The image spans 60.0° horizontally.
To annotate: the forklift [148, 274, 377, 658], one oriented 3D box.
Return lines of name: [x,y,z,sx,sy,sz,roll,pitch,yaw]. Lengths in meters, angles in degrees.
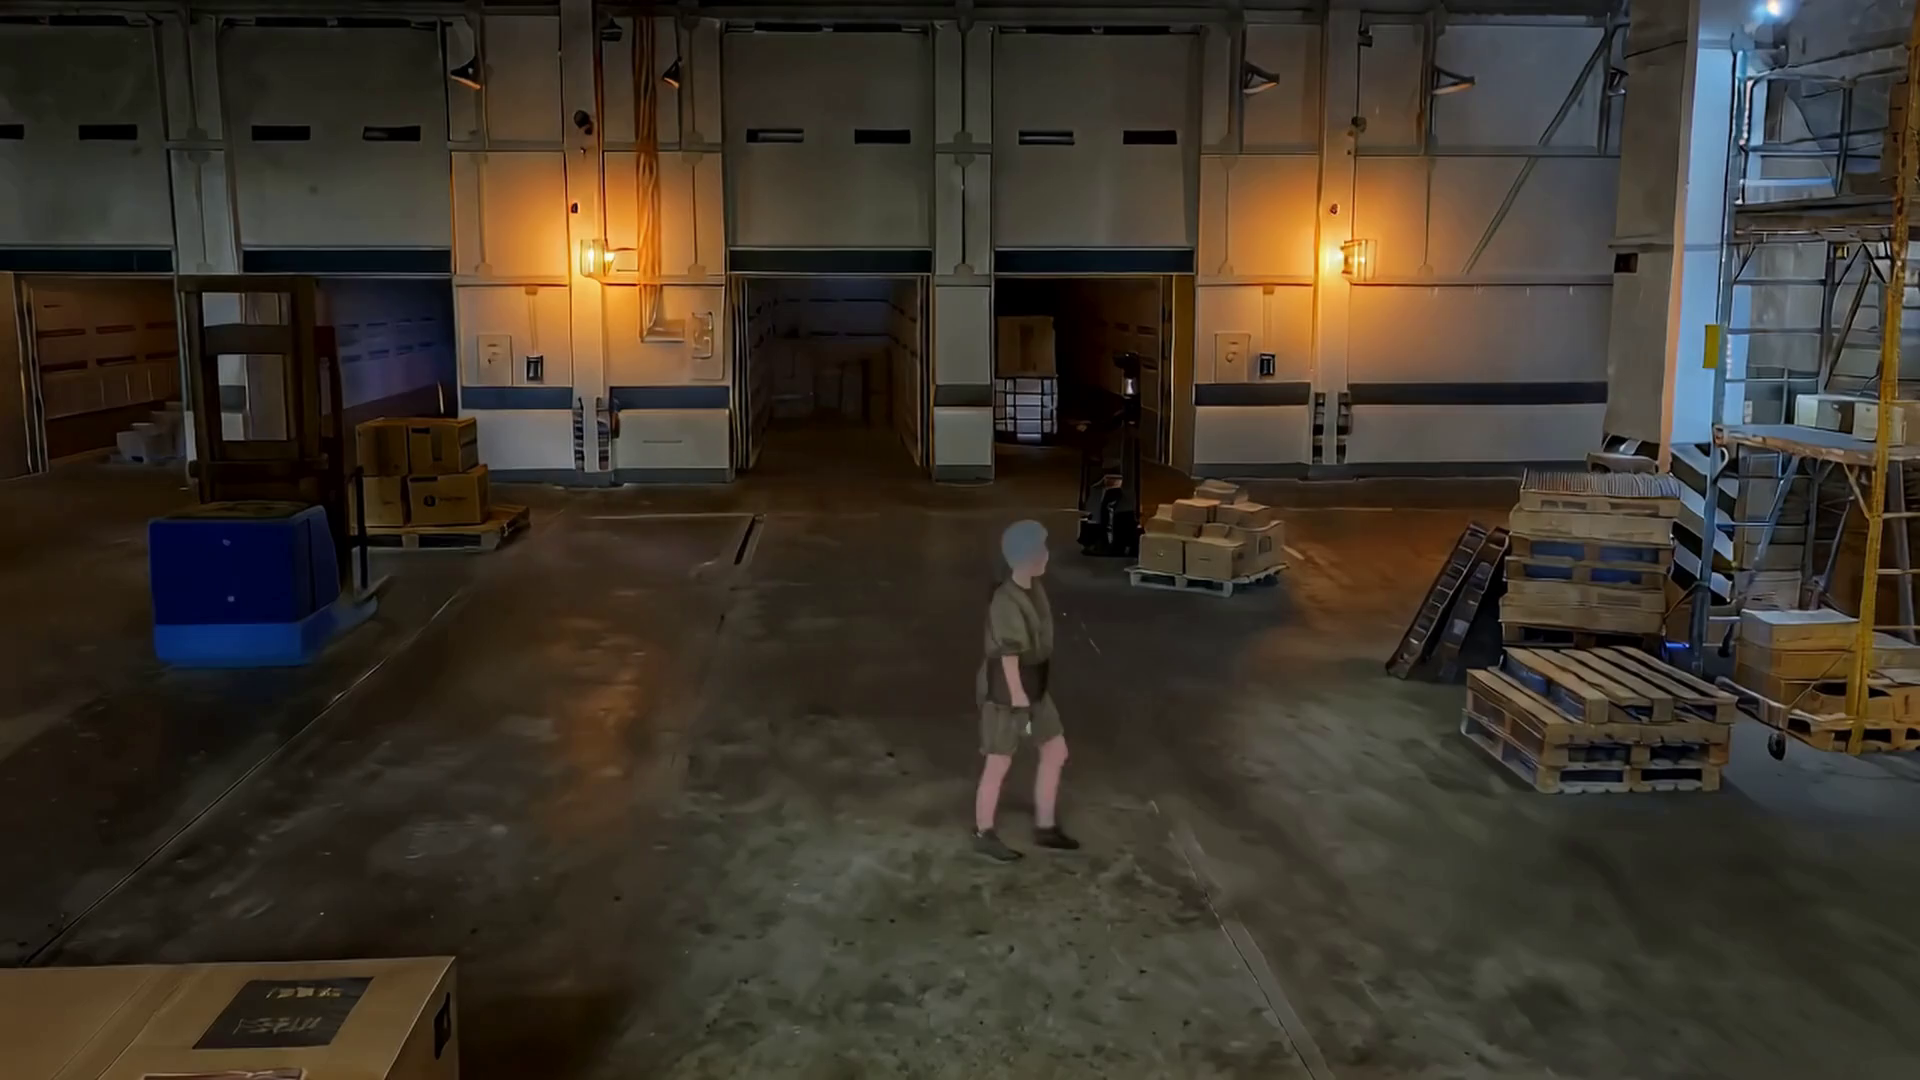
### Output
forklift: [-5.348,-0.627,12.681,1.129,2.768,1.873,-1,9,-4]

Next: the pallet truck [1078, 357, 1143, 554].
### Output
pallet truck: [2.088,-0.836,16.757,1.885,1.965,0.823,2,9,13]

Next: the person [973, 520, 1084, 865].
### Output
person: [0.340,0.737,7.886,0.637,1.671,0.553,3,10,21]
